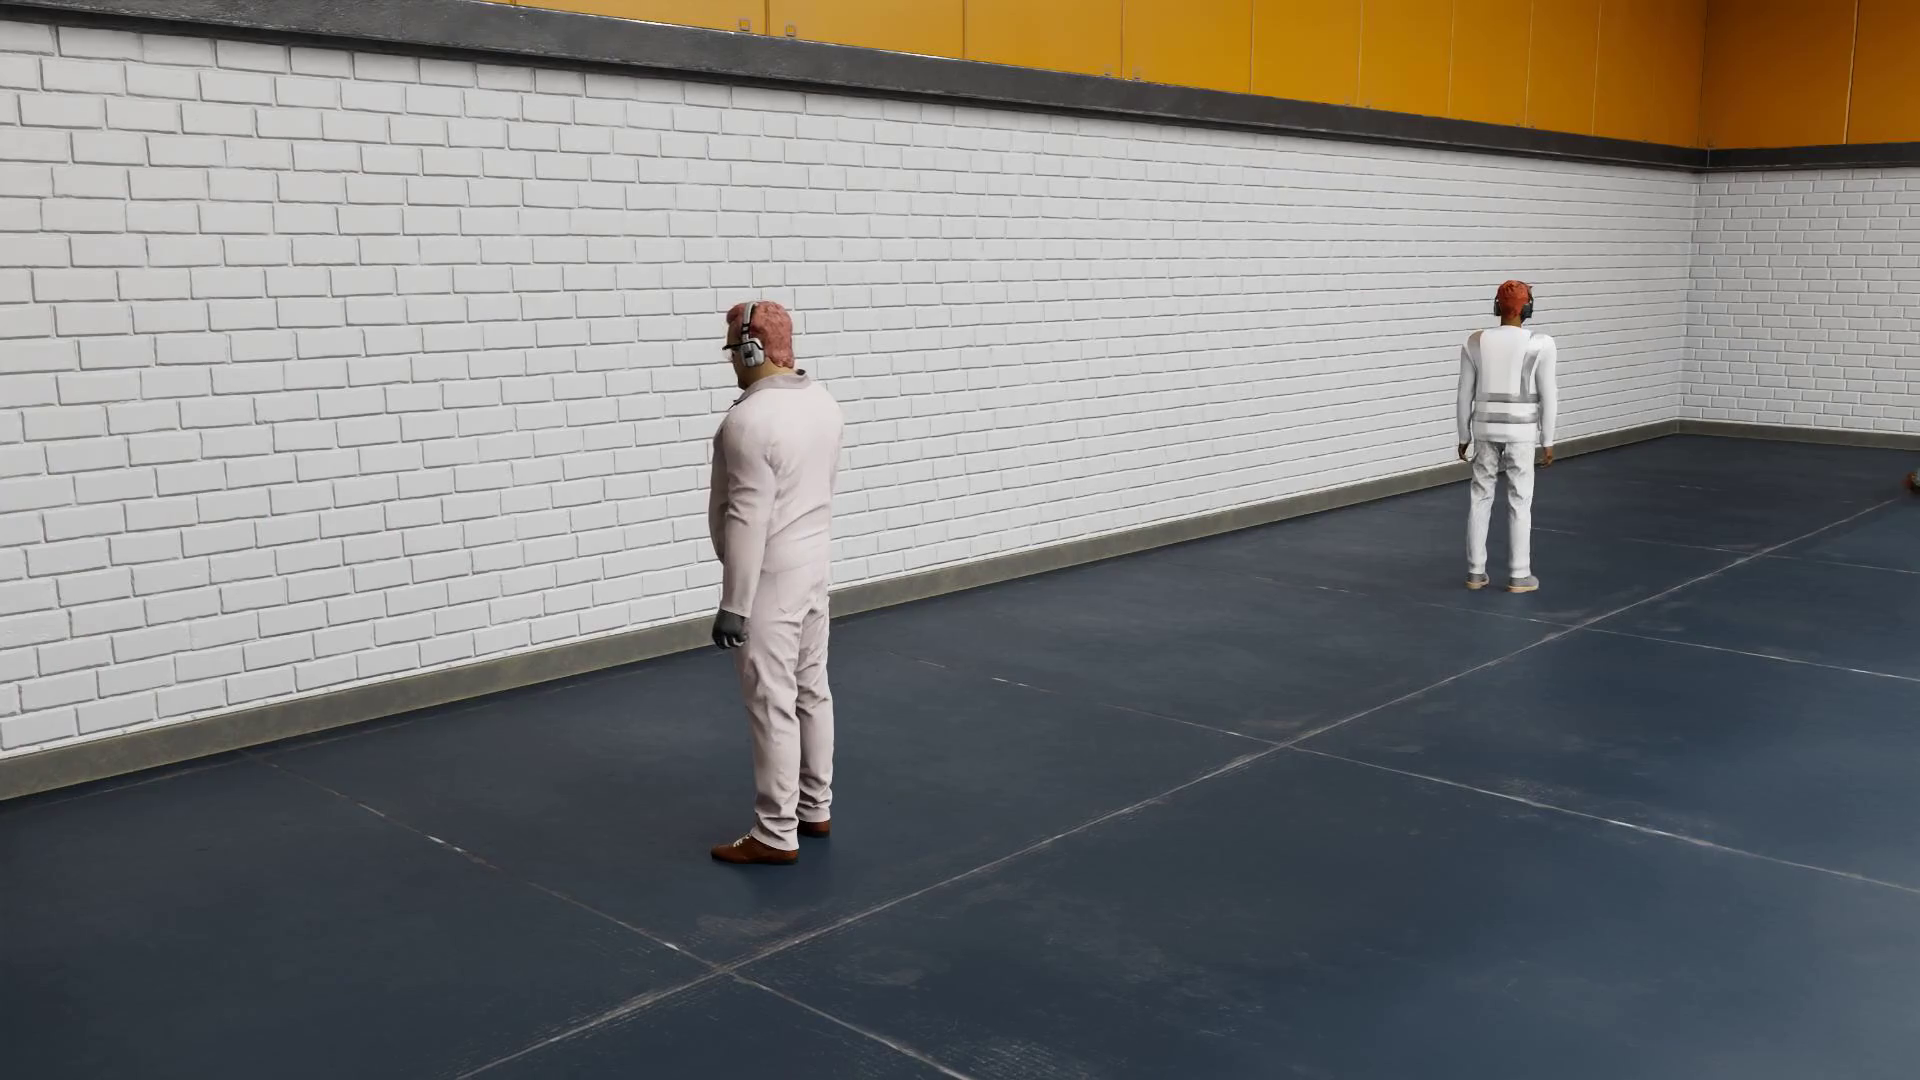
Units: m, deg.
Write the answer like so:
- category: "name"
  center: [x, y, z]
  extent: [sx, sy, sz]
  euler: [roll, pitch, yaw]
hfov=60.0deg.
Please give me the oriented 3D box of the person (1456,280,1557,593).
- category: "person"
  center: [3.301, -0.622, 10.069]
  extent: [0.584, 1.882, 0.337]
  euler: [6, 12, 32]

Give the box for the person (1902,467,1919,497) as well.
- category: "person"
  center: [8.168, -1.216, 13.461]
  extent: [0.653, 1.881, 1.036]
  euler: [0, 10, -2]

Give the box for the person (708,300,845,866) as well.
- category: "person"
  center: [-0.648, 0.147, 5.640]
  extent: [0.407, 1.904, 0.639]
  euler: [4, 11, 22]
